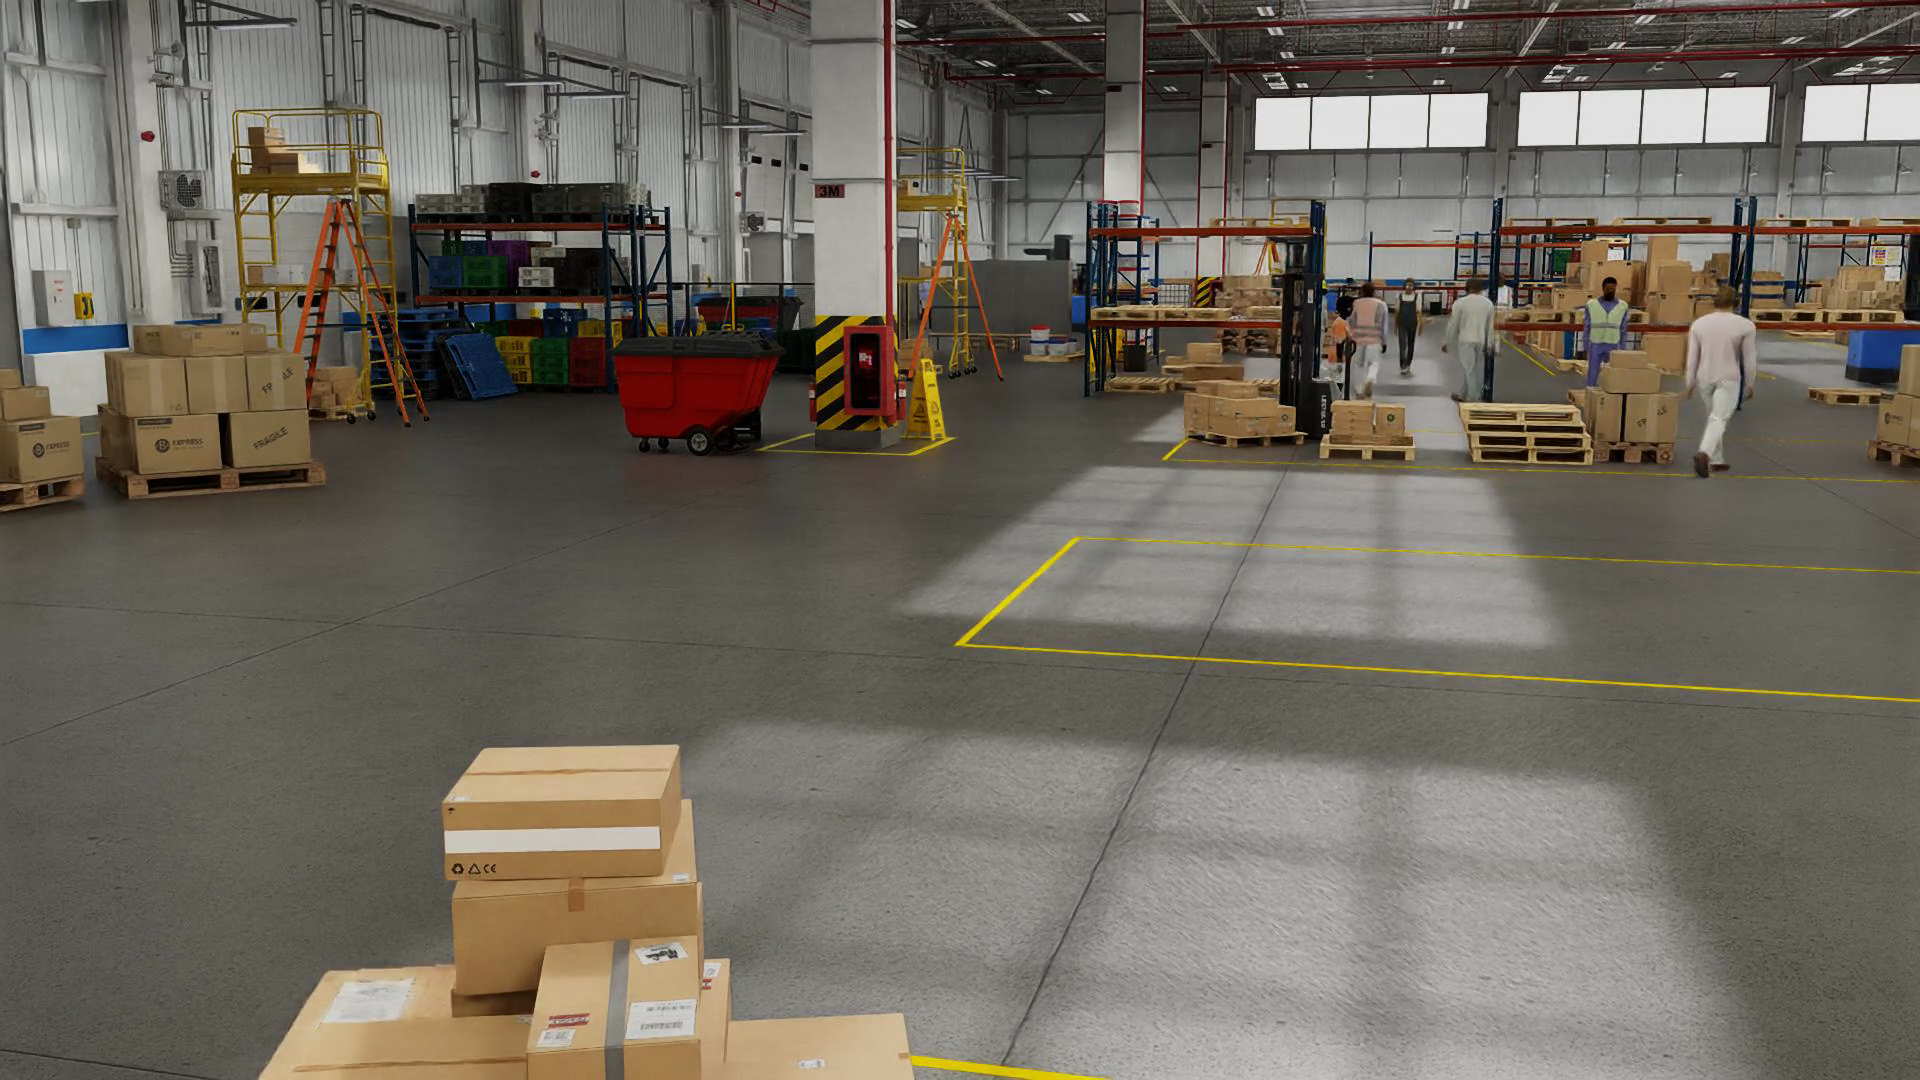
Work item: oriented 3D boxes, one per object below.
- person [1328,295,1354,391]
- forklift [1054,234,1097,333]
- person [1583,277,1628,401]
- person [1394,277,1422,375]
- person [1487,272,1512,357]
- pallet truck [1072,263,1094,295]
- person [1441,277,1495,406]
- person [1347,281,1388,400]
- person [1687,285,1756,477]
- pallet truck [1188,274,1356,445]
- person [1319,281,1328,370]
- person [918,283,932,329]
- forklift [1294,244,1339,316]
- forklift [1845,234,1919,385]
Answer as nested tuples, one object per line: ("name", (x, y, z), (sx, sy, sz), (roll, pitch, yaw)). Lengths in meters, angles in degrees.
("person", (4.876, -2.281, 21.302), (0.321, 1.698, 0.537), (3, 10, 18))
("forklift", (2.933, -7.338, 47.611), (1.873, 2.768, 1.129), (2, 10, 14))
("person", (9.038, -2.727, 23.336), (0.584, 1.910, 0.380), (2, 10, 10))
("person", (8.421, -4.026, 31.276), (0.512, 1.817, 0.846), (3, 10, 15))
("person", (11.811, -4.945, 36.502), (0.592, 1.864, 0.539), (-3, 10, -14))
("pallet truck", (4.325, -8.180, 55.162), (0.823, 1.965, 1.885), (6, 11, 31))
("person", (7.267, -2.810, 23.865), (0.656, 1.888, 1.007), (-3, 10, -17))
("person", (6.188, -3.024, 25.323), (0.637, 1.816, 0.680), (3, 10, 17))
("person", (7.548, -1.581, 16.589), (0.903, 1.916, 0.643), (-8, 13, -41))
("pallet truck", (3.653, -2.138, 19.590), (1.885, 1.965, 0.823), (-4, 10, -20))
("person", (6.926, -4.126, 32.062), (0.485, 1.737, 0.321), (-8, 13, -40))
("person", (-0.995, -7.363, 50.562), (0.544, 1.930, 0.389), (-4, 10, -23))
("forklift", (10.663, -7.952, 51.223), (1.873, 2.768, 1.129), (-4, 11, -25))
("forklift", (16.245, -4.036, 28.166), (1.873, 2.768, 1.129), (2, 10, 14))
